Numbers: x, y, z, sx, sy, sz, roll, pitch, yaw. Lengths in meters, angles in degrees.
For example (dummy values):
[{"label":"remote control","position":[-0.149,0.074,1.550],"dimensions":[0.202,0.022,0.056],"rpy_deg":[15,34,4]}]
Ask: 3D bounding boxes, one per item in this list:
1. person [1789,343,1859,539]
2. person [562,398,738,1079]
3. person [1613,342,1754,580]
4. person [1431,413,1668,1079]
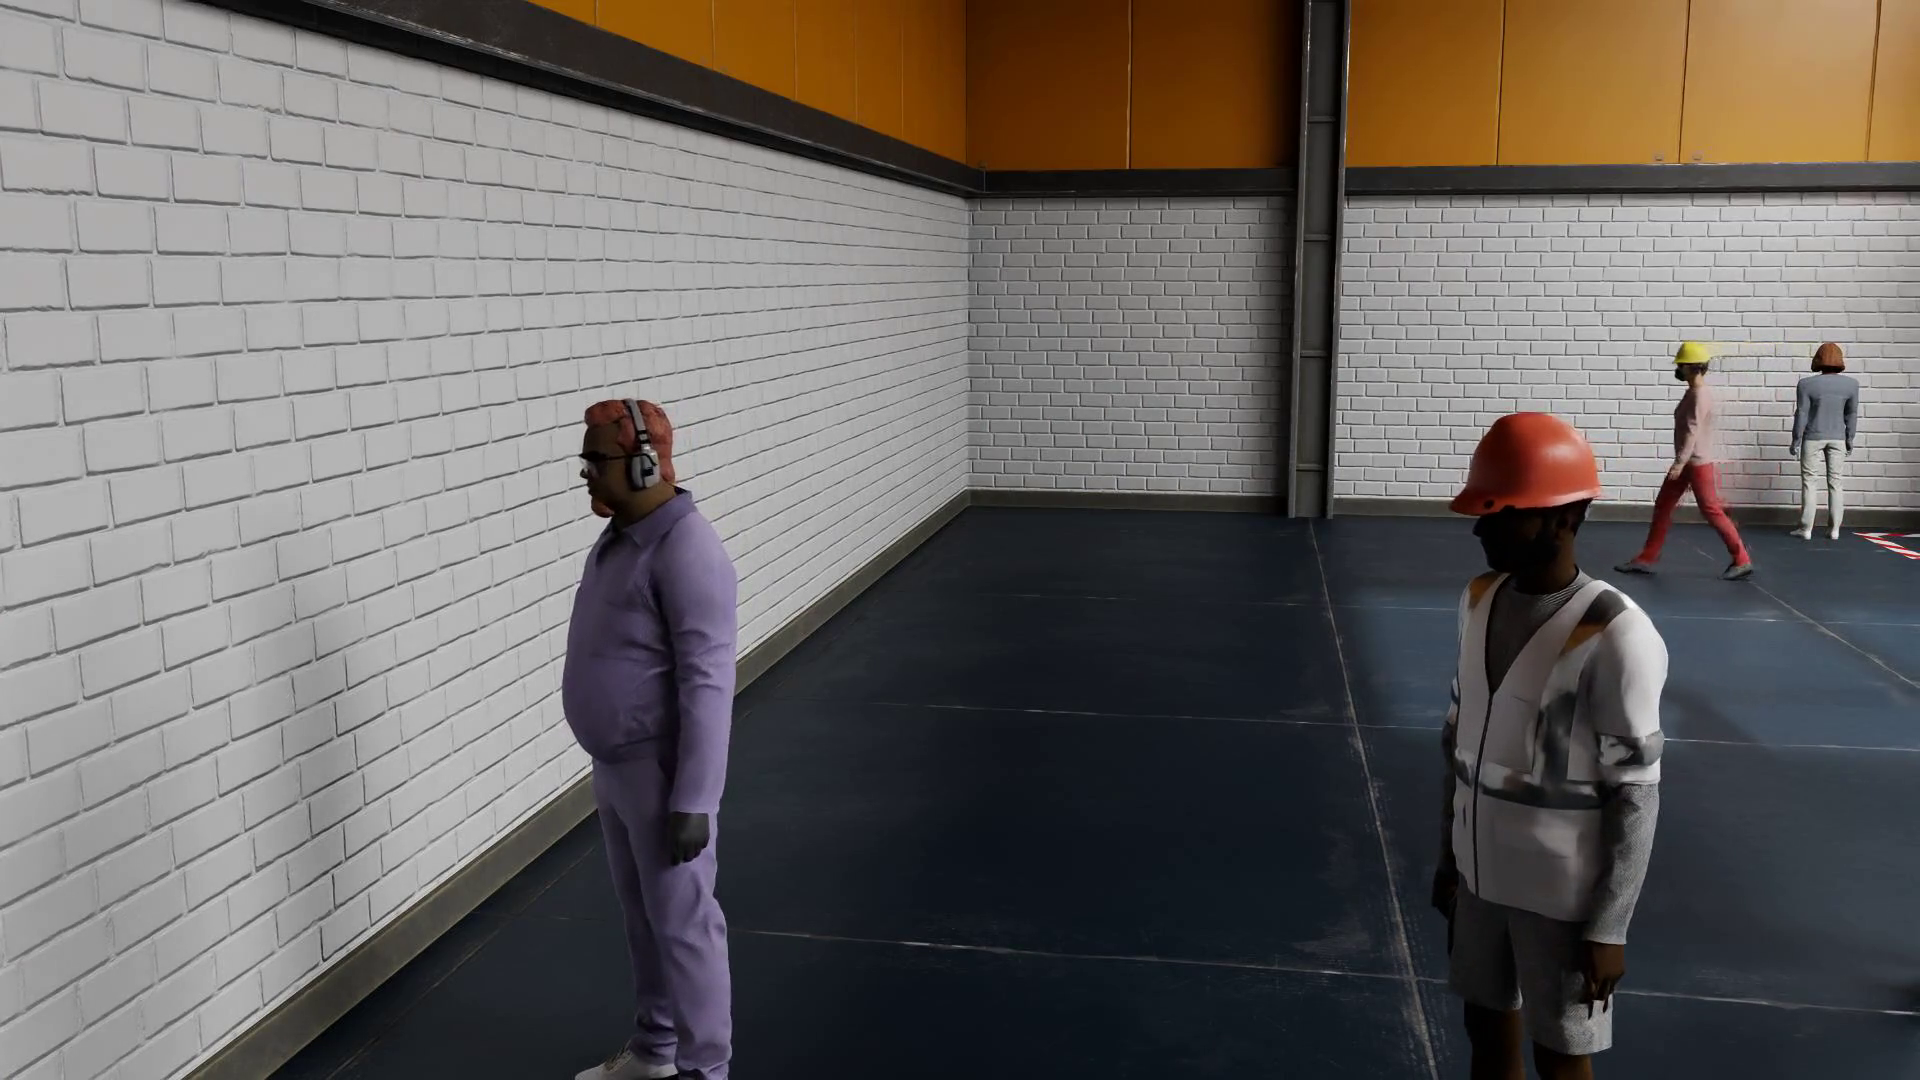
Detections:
[{"label":"person","position":[7.154,-0.813,13.790],"dimensions":[0.509,1.631,0.268],"rpy_deg":[1,9,4]},{"label":"person","position":[-0.810,0.588,4.262],"dimensions":[0.403,1.904,0.652],"rpy_deg":[-5,11,-30]},{"label":"person","position":[5.306,-0.566,11.997],"dimensions":[0.915,1.722,0.527],"rpy_deg":[2,9,11]},{"label":"person","position":[1.166,0.699,3.473],"dimensions":[0.377,1.932,0.552],"rpy_deg":[-4,10,-22]}]
